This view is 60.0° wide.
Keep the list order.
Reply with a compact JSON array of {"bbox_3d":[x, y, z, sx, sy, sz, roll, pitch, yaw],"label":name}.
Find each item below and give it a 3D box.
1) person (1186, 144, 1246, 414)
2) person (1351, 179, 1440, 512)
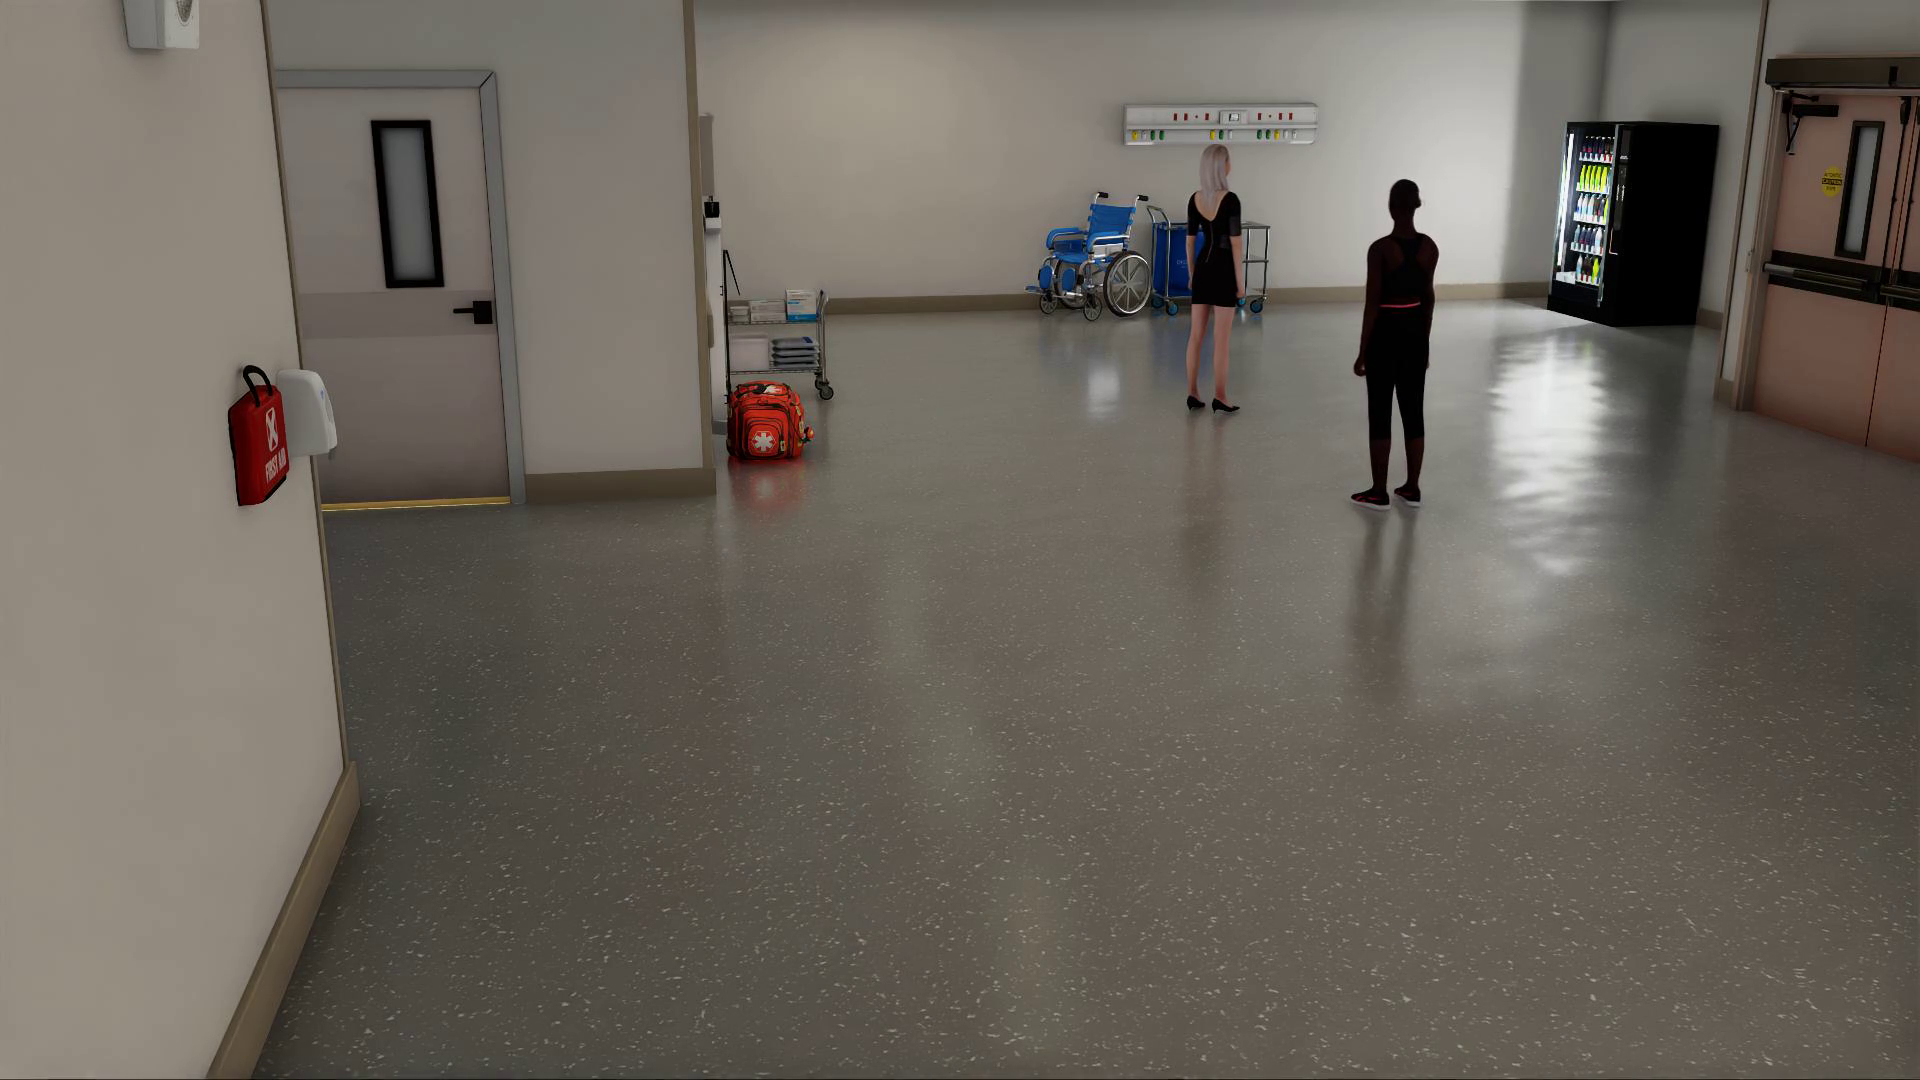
[{"bbox_3d":[1.752,-1.798,11.482,0.630,1.830,0.716,14,21,40],"label":"person"},{"bbox_3d":[2.348,-1.012,8.946,0.616,1.693,0.561,-5,16,-17],"label":"person"}]
